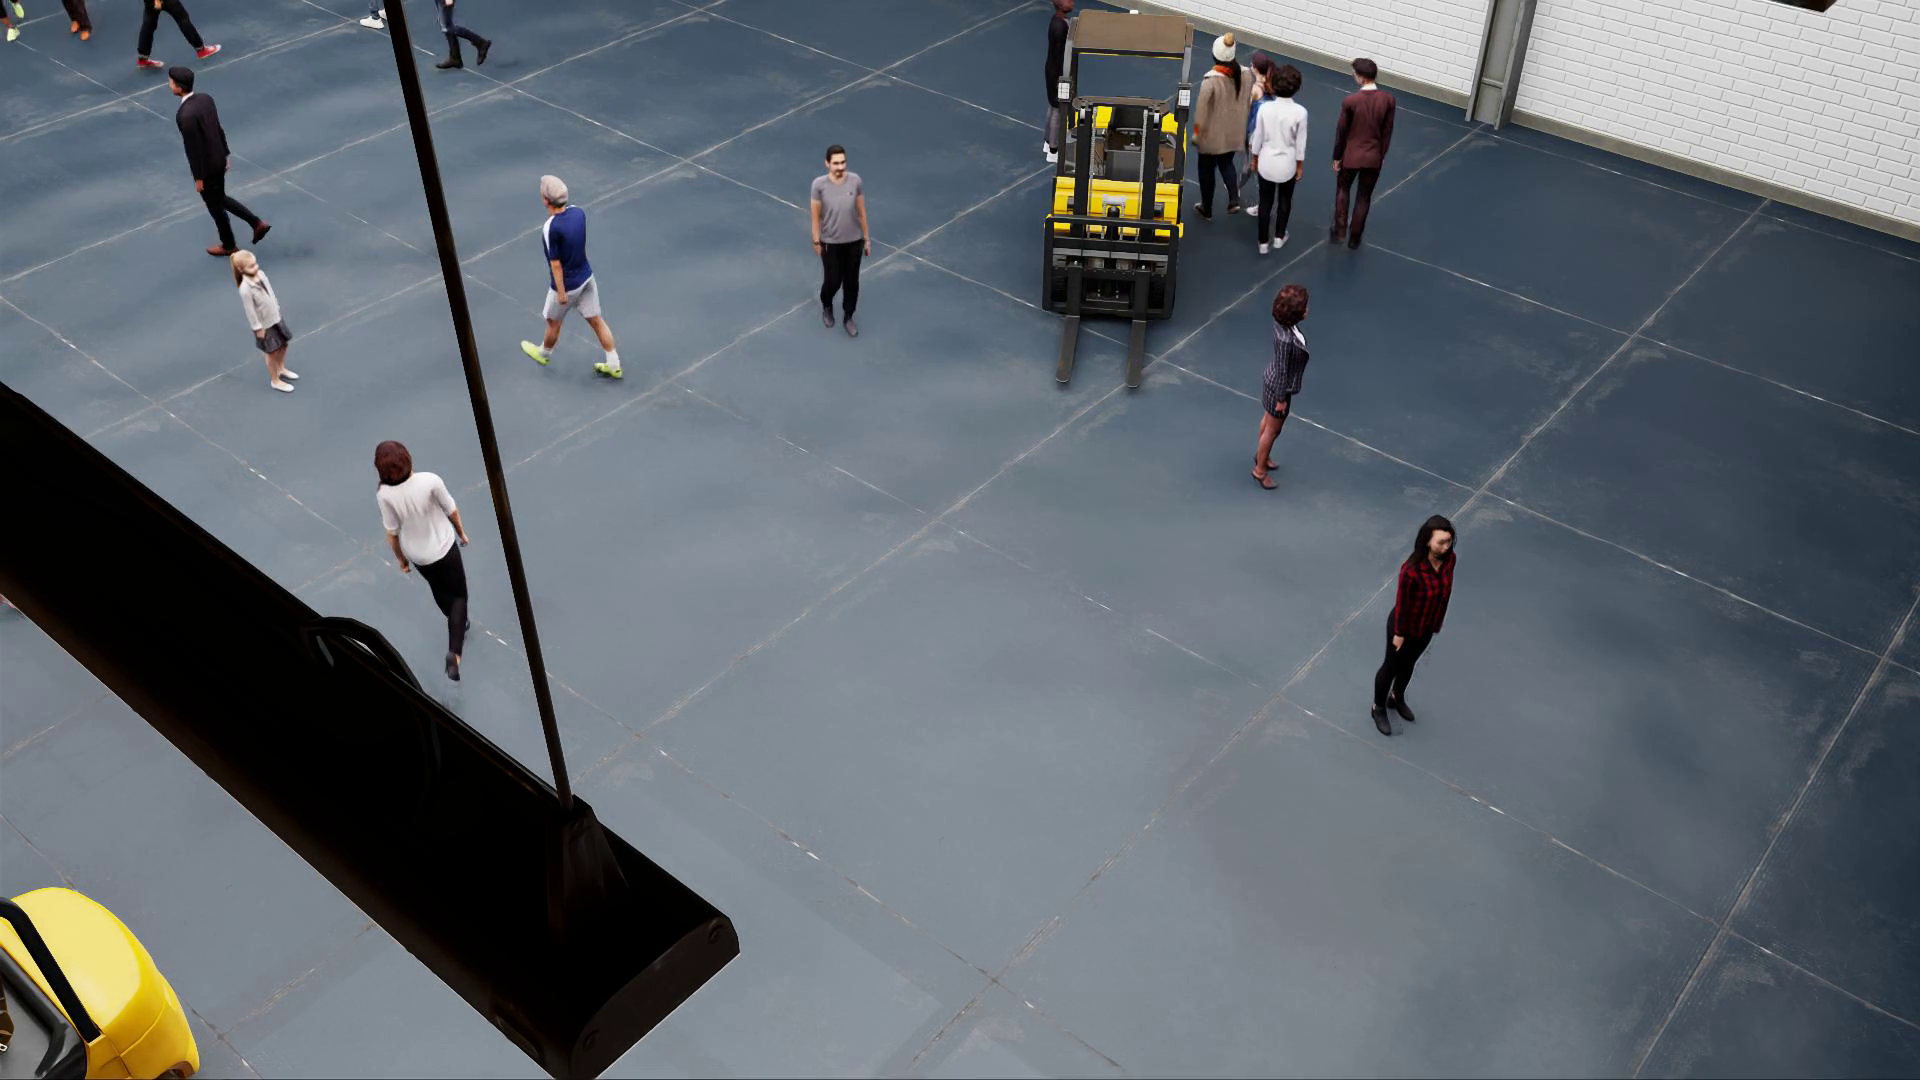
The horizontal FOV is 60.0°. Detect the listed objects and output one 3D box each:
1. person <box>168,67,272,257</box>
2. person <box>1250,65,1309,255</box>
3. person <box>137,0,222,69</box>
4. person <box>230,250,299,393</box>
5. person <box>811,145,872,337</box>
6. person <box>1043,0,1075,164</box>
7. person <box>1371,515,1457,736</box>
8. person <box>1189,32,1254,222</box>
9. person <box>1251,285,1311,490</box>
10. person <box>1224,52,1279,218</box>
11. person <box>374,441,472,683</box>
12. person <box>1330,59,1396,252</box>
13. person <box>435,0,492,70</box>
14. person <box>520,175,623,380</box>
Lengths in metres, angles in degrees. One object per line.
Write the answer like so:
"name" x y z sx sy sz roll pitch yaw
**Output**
"person" -6.810 -3.448 15.263 1.062 1.871 0.988 1 39 1
"person" 2.929 -3.473 15.350 0.748 1.801 0.839 11 40 13
"person" -9.150 -6.137 18.759 0.735 1.709 1.121 -32 48 -34
"person" -5.750 -1.832 13.719 0.657 1.272 0.622 7 39 9
"person" -1.040 -2.606 14.311 0.765 1.743 0.823 -13 40 -15
"person" 1.000 -4.740 16.967 0.772 1.762 0.720 -2 39 -2
"person" 2.844 0.510 10.478 0.647 1.658 0.618 -20 43 -24
"person" 2.512 -3.875 15.787 0.881 1.883 0.950 -12 40 -15
"person" 2.402 -1.156 12.531 0.703 1.698 0.697 7 39 8
"person" 2.927 -3.855 16.008 0.720 1.577 0.993 -29 47 -32
"person" -3.444 0.159 10.838 1.040 1.756 1.122 -4 39 -5
"person" 3.708 -3.513 15.364 0.740 1.845 0.842 8 39 10
"person" -5.709 -6.204 18.701 0.989 1.887 0.976 -14 41 -17
"person" -3.104 -2.092 13.632 1.199 1.787 0.818 18 42 21
